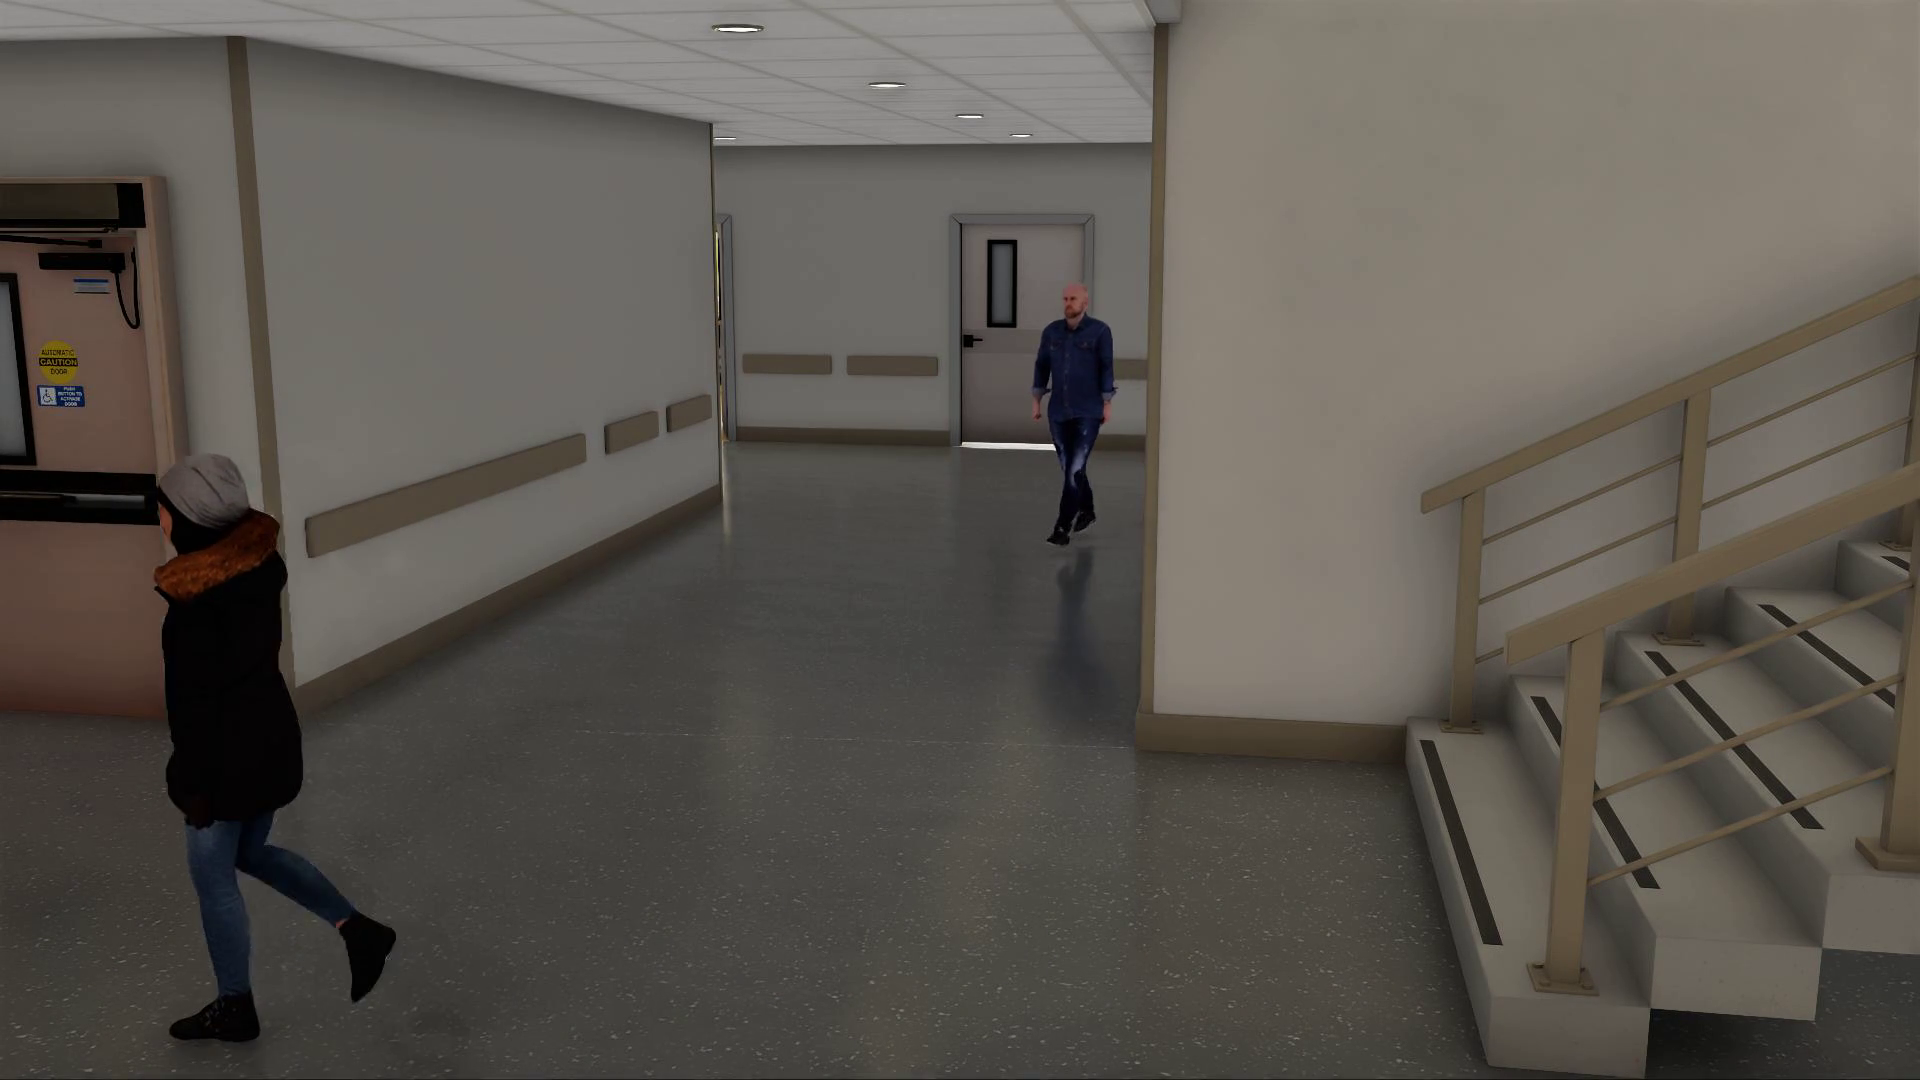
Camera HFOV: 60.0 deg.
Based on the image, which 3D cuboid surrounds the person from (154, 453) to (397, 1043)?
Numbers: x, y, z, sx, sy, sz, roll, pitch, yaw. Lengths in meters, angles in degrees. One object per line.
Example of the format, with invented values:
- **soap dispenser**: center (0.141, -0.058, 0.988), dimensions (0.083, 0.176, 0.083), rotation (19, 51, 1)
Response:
- **person**: center (-1.880, 0.573, 4.479), dimensions (0.870, 1.622, 0.696), rotation (0, 11, 2)

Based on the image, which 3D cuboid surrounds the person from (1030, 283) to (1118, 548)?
- **person**: center (0.824, -0.855, 11.581), dimensions (1.227, 1.780, 1.058), rotation (6, 12, 28)
